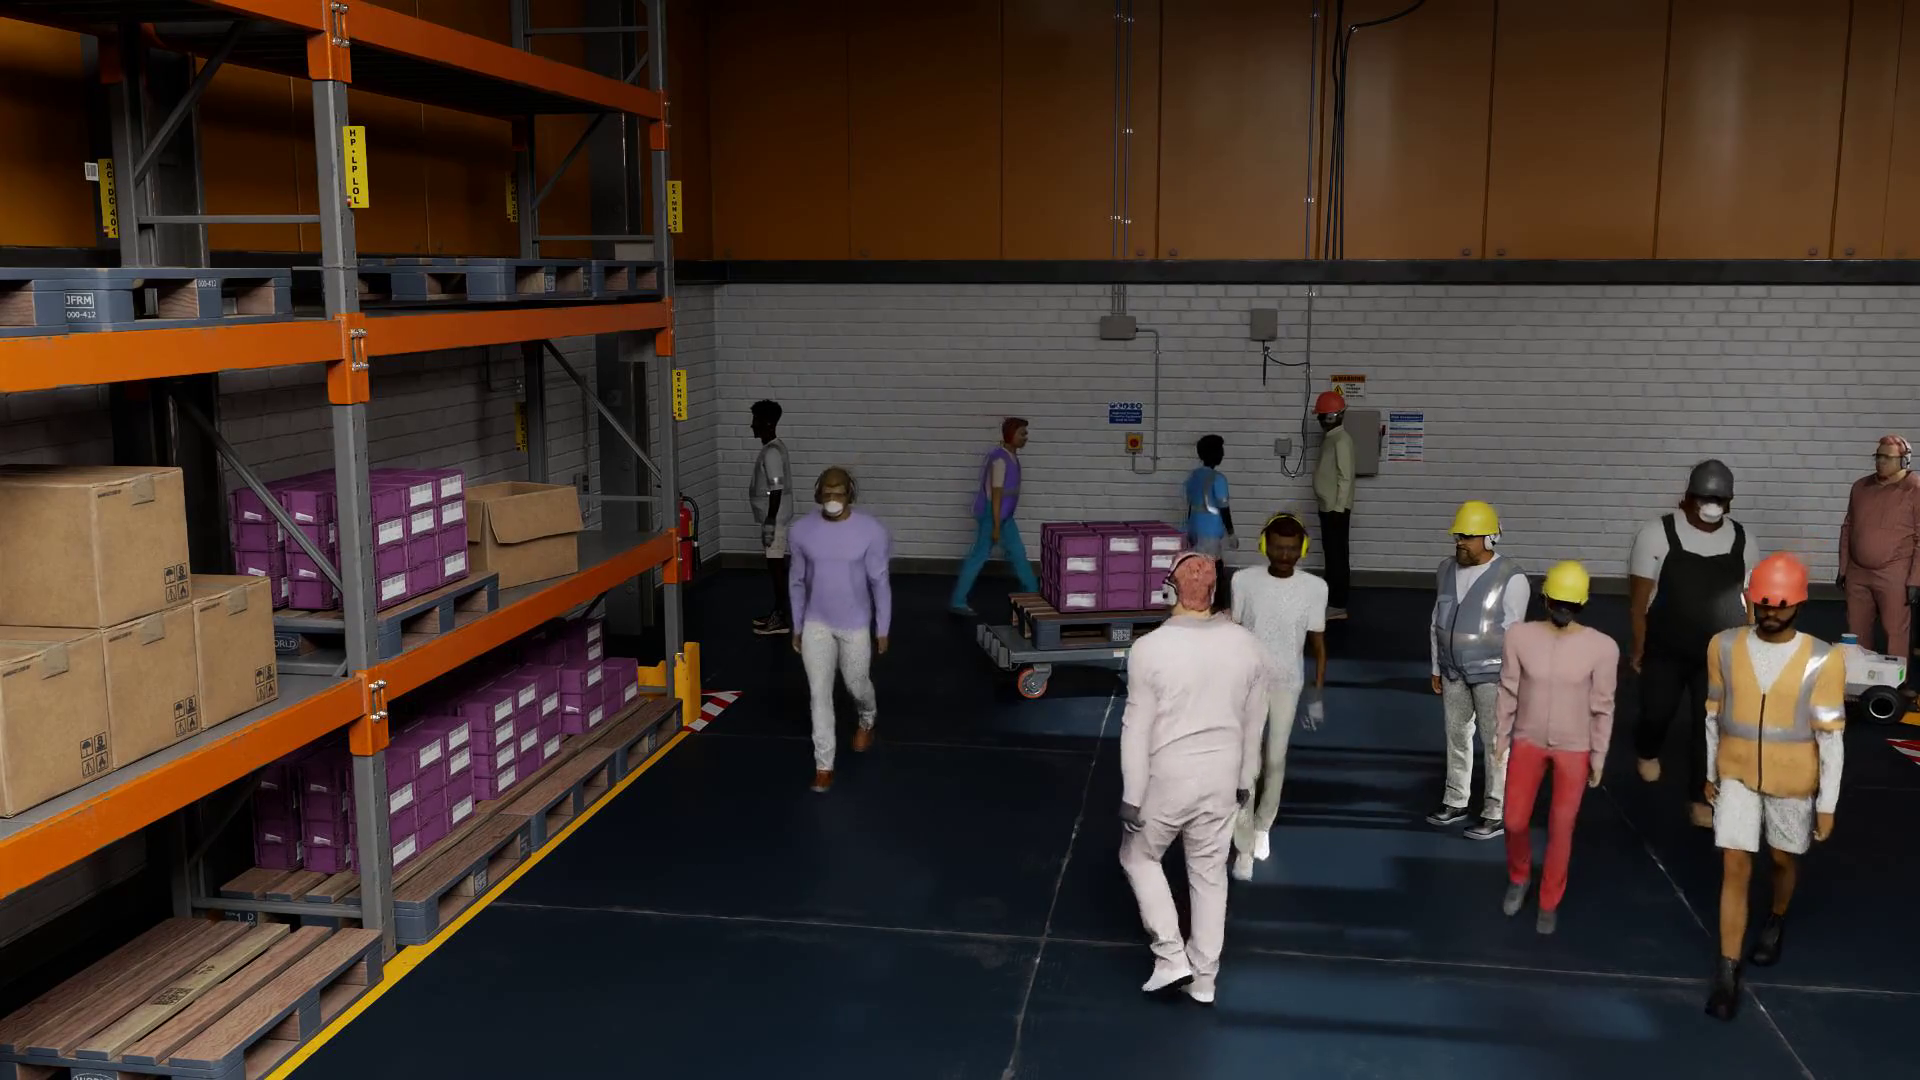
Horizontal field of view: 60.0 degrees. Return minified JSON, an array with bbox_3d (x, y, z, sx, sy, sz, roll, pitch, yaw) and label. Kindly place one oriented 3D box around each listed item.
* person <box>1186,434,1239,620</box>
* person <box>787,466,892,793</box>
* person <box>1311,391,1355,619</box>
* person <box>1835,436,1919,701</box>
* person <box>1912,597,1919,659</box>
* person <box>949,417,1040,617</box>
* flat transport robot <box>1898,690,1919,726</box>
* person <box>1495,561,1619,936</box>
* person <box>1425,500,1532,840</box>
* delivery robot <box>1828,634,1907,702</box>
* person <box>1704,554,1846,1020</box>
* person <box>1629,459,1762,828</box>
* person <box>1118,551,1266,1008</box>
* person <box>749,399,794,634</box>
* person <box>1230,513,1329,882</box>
[{"bbox_3d":[2.050,-0.070,14.059,0.839,1.667,0.532,-3,10,-16],"label":"person"},{"bbox_3d":[-0.703,0.484,9.958,0.629,1.910,0.869,1,9,8],"label":"person"},{"bbox_3d":[3.239,-0.303,14.526,0.392,1.988,0.609,0,9,1],"label":"person"},{"bbox_3d":[6.350,0.229,11.486,0.410,1.912,0.643,-5,10,-28],"label":"person"},{"bbox_3d":[7.596,0.052,12.780,0.332,1.843,0.517,1,9,8],"label":"person"},{"bbox_3d":[0.379,-0.185,14.494,1.034,1.765,0.579,3,10,16],"label":"person"},{"bbox_3d":[6.933,1.158,10.794,0.652,0.197,1.431,-8,12,-42],"label":"flat transport robot"},{"bbox_3d":[2.693,0.947,7.567,0.523,1.748,0.376,4,10,25],"label":"person"},{"bbox_3d":[2.756,0.689,8.939,0.405,1.824,0.585,-6,11,-34],"label":"person"},{"bbox_3d":[6.042,0.882,11.336,0.707,0.478,0.477,5,11,30],"label":"delivery robot"},{"bbox_3d":[3.396,0.978,6.977,0.556,1.886,1.010,7,11,35],"label":"person"},{"bbox_3d":[4.074,0.522,9.275,0.692,2.000,0.763,2,9,13],"label":"person"},{"bbox_3d":[0.925,0.986,6.855,0.676,1.892,0.429,-4,10,-23],"label":"person"},{"bbox_3d":[-1.580,-0.197,13.937,0.369,1.967,0.601,-1,9,-3],"label":"person"},{"bbox_3d":[1.554,0.784,8.306,0.534,1.827,0.891,1,9,8],"label":"person"}]
